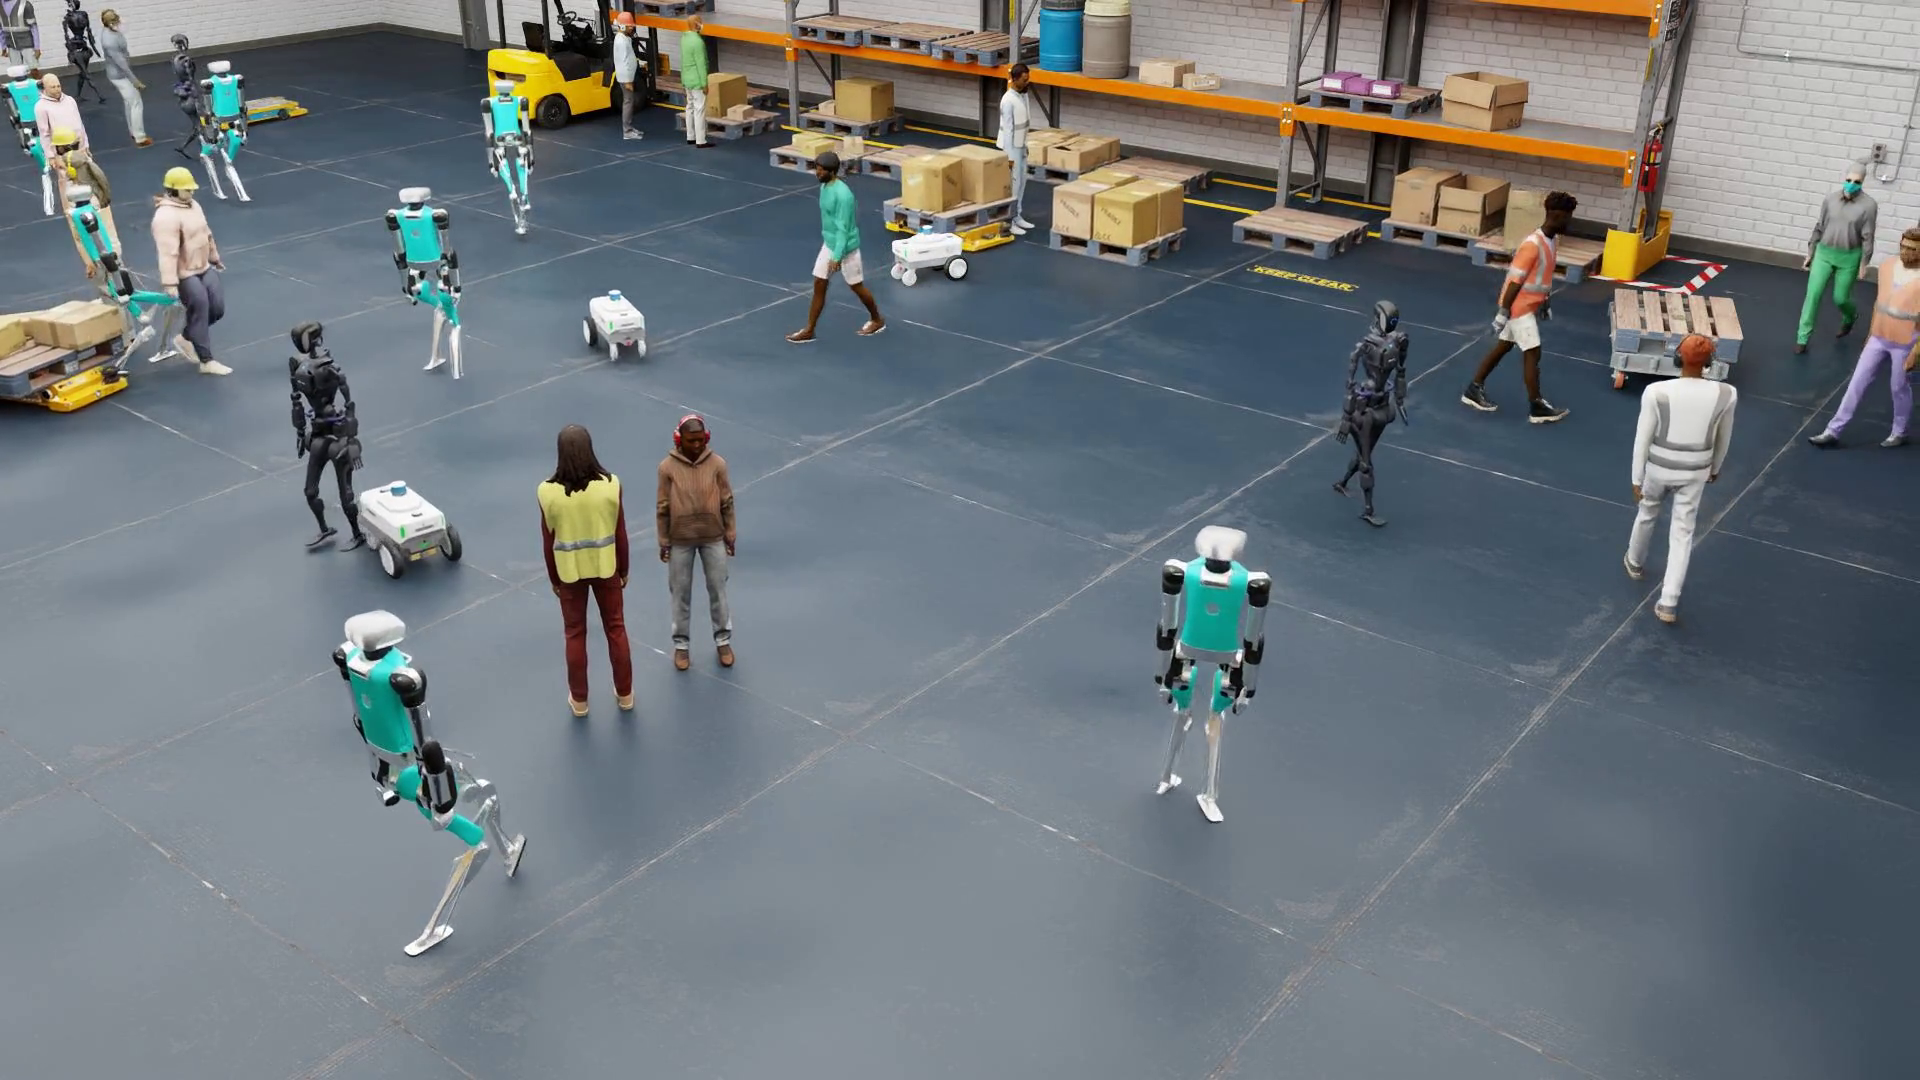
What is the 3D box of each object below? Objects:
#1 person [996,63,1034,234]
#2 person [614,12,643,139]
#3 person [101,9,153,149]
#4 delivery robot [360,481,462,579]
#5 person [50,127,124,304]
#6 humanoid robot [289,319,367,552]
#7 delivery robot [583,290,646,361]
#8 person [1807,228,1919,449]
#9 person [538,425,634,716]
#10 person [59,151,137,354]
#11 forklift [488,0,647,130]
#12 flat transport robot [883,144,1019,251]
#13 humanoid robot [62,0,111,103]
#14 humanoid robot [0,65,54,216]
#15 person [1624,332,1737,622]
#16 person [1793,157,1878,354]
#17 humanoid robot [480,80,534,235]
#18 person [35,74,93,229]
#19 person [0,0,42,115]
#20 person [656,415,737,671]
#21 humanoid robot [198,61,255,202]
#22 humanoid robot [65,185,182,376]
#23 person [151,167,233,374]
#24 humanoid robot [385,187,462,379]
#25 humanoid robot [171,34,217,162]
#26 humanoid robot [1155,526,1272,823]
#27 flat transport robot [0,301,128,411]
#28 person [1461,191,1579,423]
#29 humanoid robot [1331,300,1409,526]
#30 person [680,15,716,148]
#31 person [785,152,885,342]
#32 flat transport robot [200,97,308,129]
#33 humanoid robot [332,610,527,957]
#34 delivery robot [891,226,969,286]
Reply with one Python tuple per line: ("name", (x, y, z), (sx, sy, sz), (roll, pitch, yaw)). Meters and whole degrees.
("person", (0.622, -4.453, 18.913), (0.404, 1.908, 0.606), (9, 27, 17))
("person", (-4.674, -6.539, 23.420), (0.345, 1.740, 0.573), (-5, 26, -9))
("person", (-11.497, -6.352, 22.873), (0.410, 1.882, 0.693), (-10, 28, -20))
("delivery robot", (-3.826, -0.109, 11.469), (0.499, 0.596, 0.787), (-21, 33, -36))
("person", (-8.695, -3.230, 16.559), (0.376, 1.755, 0.535), (-1, 26, -1))
("humanoid robot", (-4.334, -0.705, 11.410), (0.616, 1.655, 0.336), (13, 29, 25))
("delivery robot", (-3.172, -2.017, 15.401), (0.499, 0.579, 0.759), (-12, 28, -24))
("person", (7.267, -1.554, 13.030), (0.881, 1.798, 0.591), (-10, 27, -19))
("person", (-2.106, 0.193, 9.454), (0.470, 1.764, 0.364), (-7, 27, -14))
("person", (-7.802, -2.597, 15.105), (0.394, 1.876, 0.553), (-5, 26, -9))
("forklift", (-5.874, -7.334, 24.552), (1.214, 2.155, 2.313), (19, 32, 34))
("flat transport robot", (-0.114, -3.560, 18.943), (1.431, 0.231, 0.659), (23, 34, 39))
("humanoid robot", (-13.587, -7.591, 25.719), (0.767, 1.621, 0.602), (6, 26, 13))
("humanoid robot", (-10.949, -4.808, 19.893), (0.564, 1.784, 0.876), (-7, 27, -14))
("person", (4.608, -0.446, 10.701), (0.577, 1.837, 0.991), (8, 27, 15))
("person", (8.081, -2.634, 15.254), (0.556, 1.813, 0.772), (23, 34, 39))
("humanoid robot", (-4.988, -4.215, 18.612), (0.542, 1.733, 0.976), (-11, 28, -22))
("person", (-10.223, -4.433, 19.025), (0.416, 1.774, 0.537), (15, 30, 28))
("person", (-14.052, -7.395, 24.849), (0.608, 2.043, 0.373), (1, 26, 1))
("person", (-1.575, 0.001, 9.985), (0.469, 1.648, 0.320), (-6, 26, -11))
("humanoid robot", (-8.937, -4.919, 20.053), (0.870, 1.738, 0.530), (19, 32, 34))
("humanoid robot", (-7.259, -2.279, 14.623), (0.917, 1.749, 0.531), (-18, 31, -33))
("person", (-6.800, -2.369, 14.662), (0.486, 1.848, 0.843), (4, 26, 8))
("humanoid robot", (-4.585, -2.264, 14.599), (0.533, 1.798, 0.813), (0, 26, 1))
("humanoid robot", (-10.314, -5.874, 22.114), (0.464, 1.637, 0.600), (-20, 32, -35))
("humanoid robot", (1.291, 0.647, 8.567), (0.558, 1.793, 0.820), (6, 26, 13))
("flat transport robot", (-8.050, -1.381, 14.431), (1.431, 0.231, 0.659), (9, 27, 18))
("person", (4.671, -1.913, 13.637), (0.978, 1.908, 0.638), (13, 29, 25))
("humanoid robot", (2.972, -0.965, 12.010), (0.612, 1.631, 0.752), (-14, 29, -27))
("person", (-3.635, -6.311, 22.908), (0.385, 1.776, 0.546), (-16, 30, -30))
("person", (-1.136, -2.716, 15.454), (0.985, 1.785, 0.520), (-17, 30, -31))
("flat transport robot", (-10.525, -6.347, 24.714), (0.659, 0.231, 1.431), (18, 31, 33))
("humanoid robot", (-2.336, 1.014, 7.802), (0.539, 1.765, 0.954), (17, 31, 31))
("delivery robot", (-0.323, -2.989, 17.449), (0.813, 0.609, 0.499), (-13, 29, -25))
